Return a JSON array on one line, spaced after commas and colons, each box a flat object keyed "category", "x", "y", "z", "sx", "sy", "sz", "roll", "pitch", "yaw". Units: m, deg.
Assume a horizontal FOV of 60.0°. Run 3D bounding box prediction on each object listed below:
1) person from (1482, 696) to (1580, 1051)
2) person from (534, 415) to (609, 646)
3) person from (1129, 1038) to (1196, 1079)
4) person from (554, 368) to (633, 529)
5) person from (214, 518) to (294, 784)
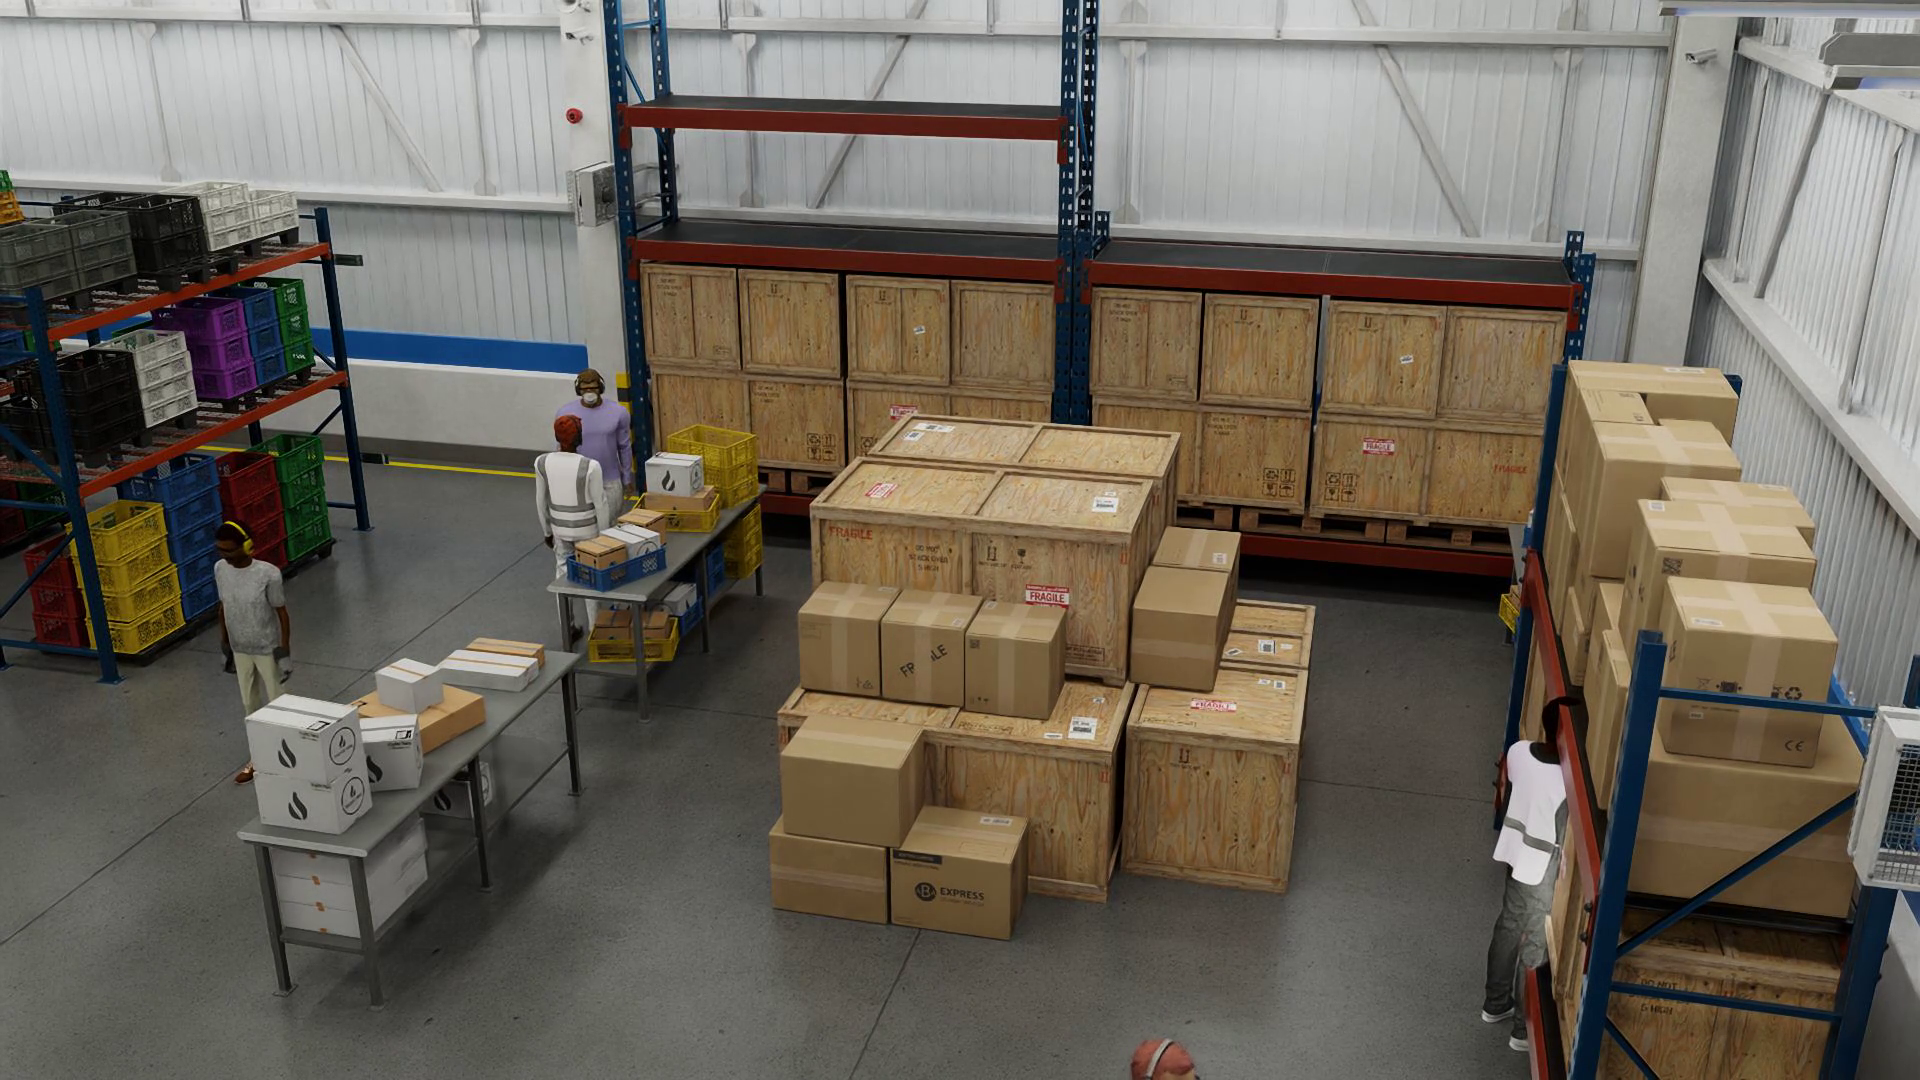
[{"category": "person", "x": 2.901, "y": 1.665, "z": 8.361, "sx": 0.390, "sy": 1.920, "sz": 0.587, "roll": -5, "pitch": 21, "yaw": -13}, {"category": "person", "x": -2.979, "y": -0.061, "z": 12.927, "sx": 0.584, "sy": 1.880, "sz": 0.345, "roll": 6, "pitch": 22, "yaw": 15}, {"category": "person", "x": 0.674, "y": 2.590, "z": 5.974, "sx": 0.399, "sy": 1.900, "sz": 0.652, "roll": 16, "pitch": 26, "yaw": 37}, {"category": "person", "x": -3.055, "y": -0.502, "z": 14.004, "sx": 0.631, "sy": 1.940, "sz": 0.372, "roll": -6, "pitch": 22, "yaw": -14}, {"category": "person", "x": -4.605, "y": 0.738, "z": 10.869, "sx": 0.521, "sy": 1.861, "sz": 0.328, "roll": 5, "pitch": 21, "yaw": 12}]
